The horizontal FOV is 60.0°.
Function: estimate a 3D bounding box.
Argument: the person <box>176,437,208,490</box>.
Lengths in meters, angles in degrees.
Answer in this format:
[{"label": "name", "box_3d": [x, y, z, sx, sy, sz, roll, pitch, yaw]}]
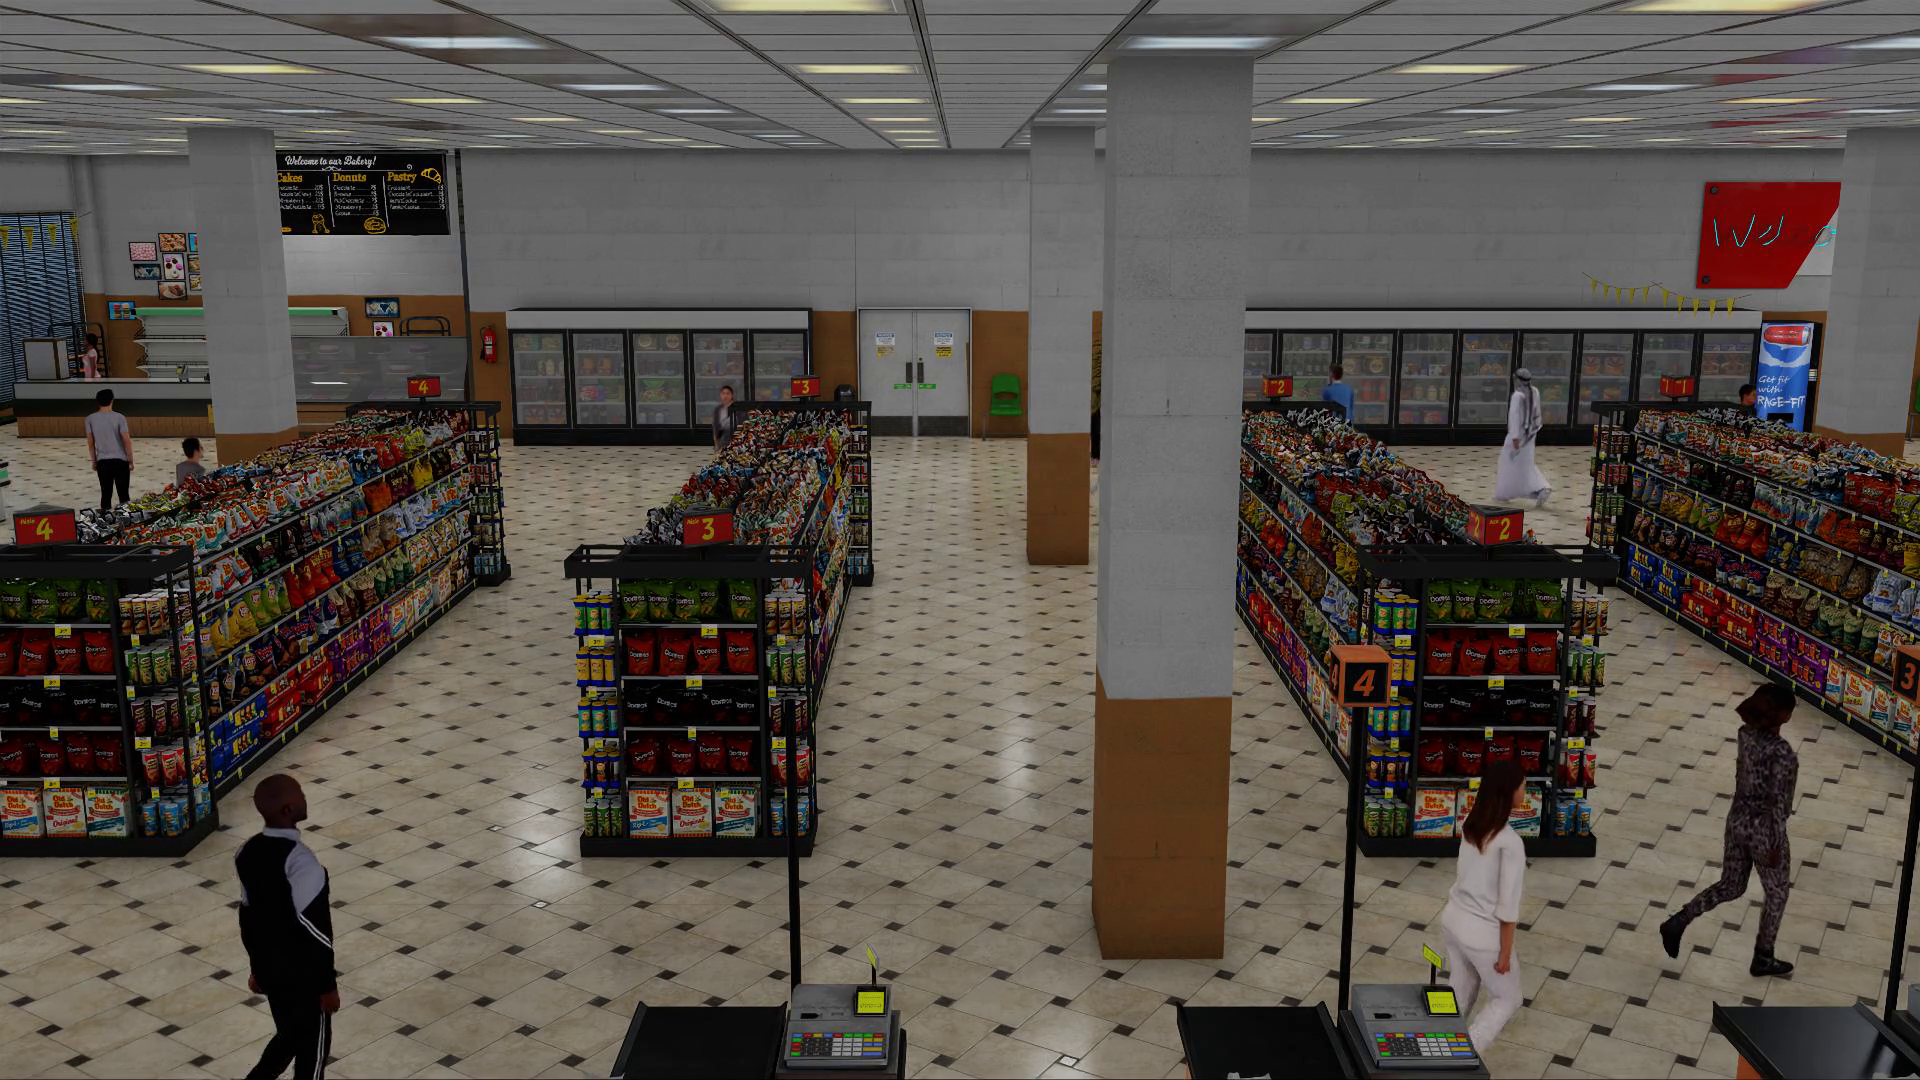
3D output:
[{"label": "person", "box_3d": [-8.190, -0.196, 17.661, 1.026, 1.717, 1.164, 8, 15, 35]}]

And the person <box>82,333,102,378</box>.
[{"label": "person", "box_3d": [-15.937, -2.936, 30.615, 0.701, 1.741, 0.584, -5, 13, -24]}]

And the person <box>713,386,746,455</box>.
[{"label": "person", "box_3d": [-3.166, -1.296, 23.059, 0.617, 1.644, 1.039, 0, 12, -1]}]

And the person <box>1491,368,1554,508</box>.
[{"label": "person", "box_3d": [7.801, -1.388, 22.891, 1.022, 1.895, 1.248, -7, 14, -29]}]

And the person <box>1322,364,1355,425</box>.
[{"label": "person", "box_3d": [5.574, -1.668, 24.447, 0.668, 1.800, 0.964, -1, 12, -3]}]

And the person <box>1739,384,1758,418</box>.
[{"label": "person", "box_3d": [10.443, -1.209, 22.435, 1.206, 1.732, 1.164, 11, 16, 42]}]

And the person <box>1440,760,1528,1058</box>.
[{"label": "person", "box_3d": [2.422, 1.874, 7.936, 0.786, 1.673, 0.710, -5, 13, -23]}]

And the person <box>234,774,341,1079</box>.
[{"label": "person", "box_3d": [-3.032, 1.925, 7.340, 0.889, 1.818, 0.957, 9, 15, 37]}]

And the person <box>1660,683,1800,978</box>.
[{"label": "person", "box_3d": [4.282, 1.613, 9.113, 0.743, 1.698, 0.990, -2, 12, -8]}]

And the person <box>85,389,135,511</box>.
[{"label": "person", "box_3d": [-10.719, -0.977, 21.011, 0.684, 1.863, 0.586, -2, 12, -7]}]
